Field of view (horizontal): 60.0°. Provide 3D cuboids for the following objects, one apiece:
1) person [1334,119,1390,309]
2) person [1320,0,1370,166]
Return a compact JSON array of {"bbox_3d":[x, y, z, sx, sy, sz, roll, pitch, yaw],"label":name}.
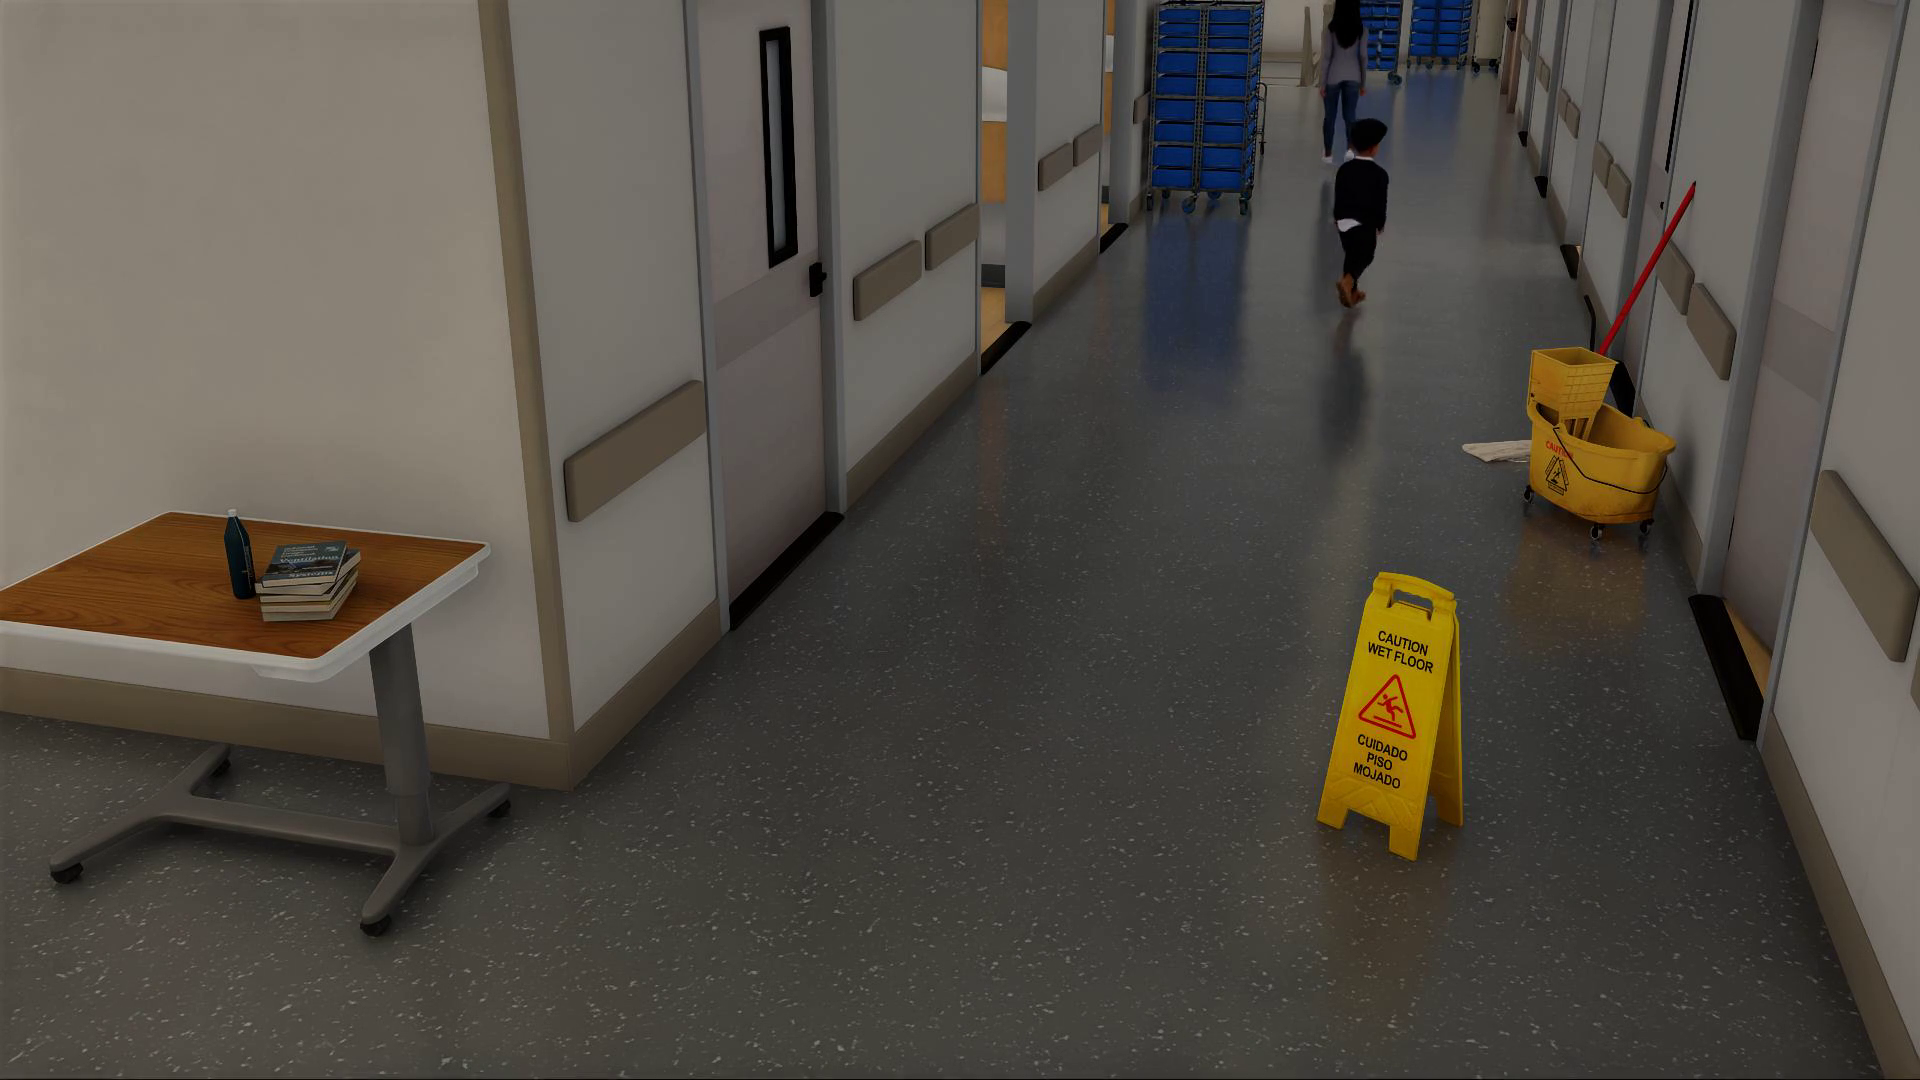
[{"bbox_3d":[2.564,-2.087,10.750,0.658,1.215,0.807,14,25,33],"label":"person"},{"bbox_3d":[3.795,-4.497,16.429,0.795,1.700,1.199,1,21,3],"label":"person"}]
